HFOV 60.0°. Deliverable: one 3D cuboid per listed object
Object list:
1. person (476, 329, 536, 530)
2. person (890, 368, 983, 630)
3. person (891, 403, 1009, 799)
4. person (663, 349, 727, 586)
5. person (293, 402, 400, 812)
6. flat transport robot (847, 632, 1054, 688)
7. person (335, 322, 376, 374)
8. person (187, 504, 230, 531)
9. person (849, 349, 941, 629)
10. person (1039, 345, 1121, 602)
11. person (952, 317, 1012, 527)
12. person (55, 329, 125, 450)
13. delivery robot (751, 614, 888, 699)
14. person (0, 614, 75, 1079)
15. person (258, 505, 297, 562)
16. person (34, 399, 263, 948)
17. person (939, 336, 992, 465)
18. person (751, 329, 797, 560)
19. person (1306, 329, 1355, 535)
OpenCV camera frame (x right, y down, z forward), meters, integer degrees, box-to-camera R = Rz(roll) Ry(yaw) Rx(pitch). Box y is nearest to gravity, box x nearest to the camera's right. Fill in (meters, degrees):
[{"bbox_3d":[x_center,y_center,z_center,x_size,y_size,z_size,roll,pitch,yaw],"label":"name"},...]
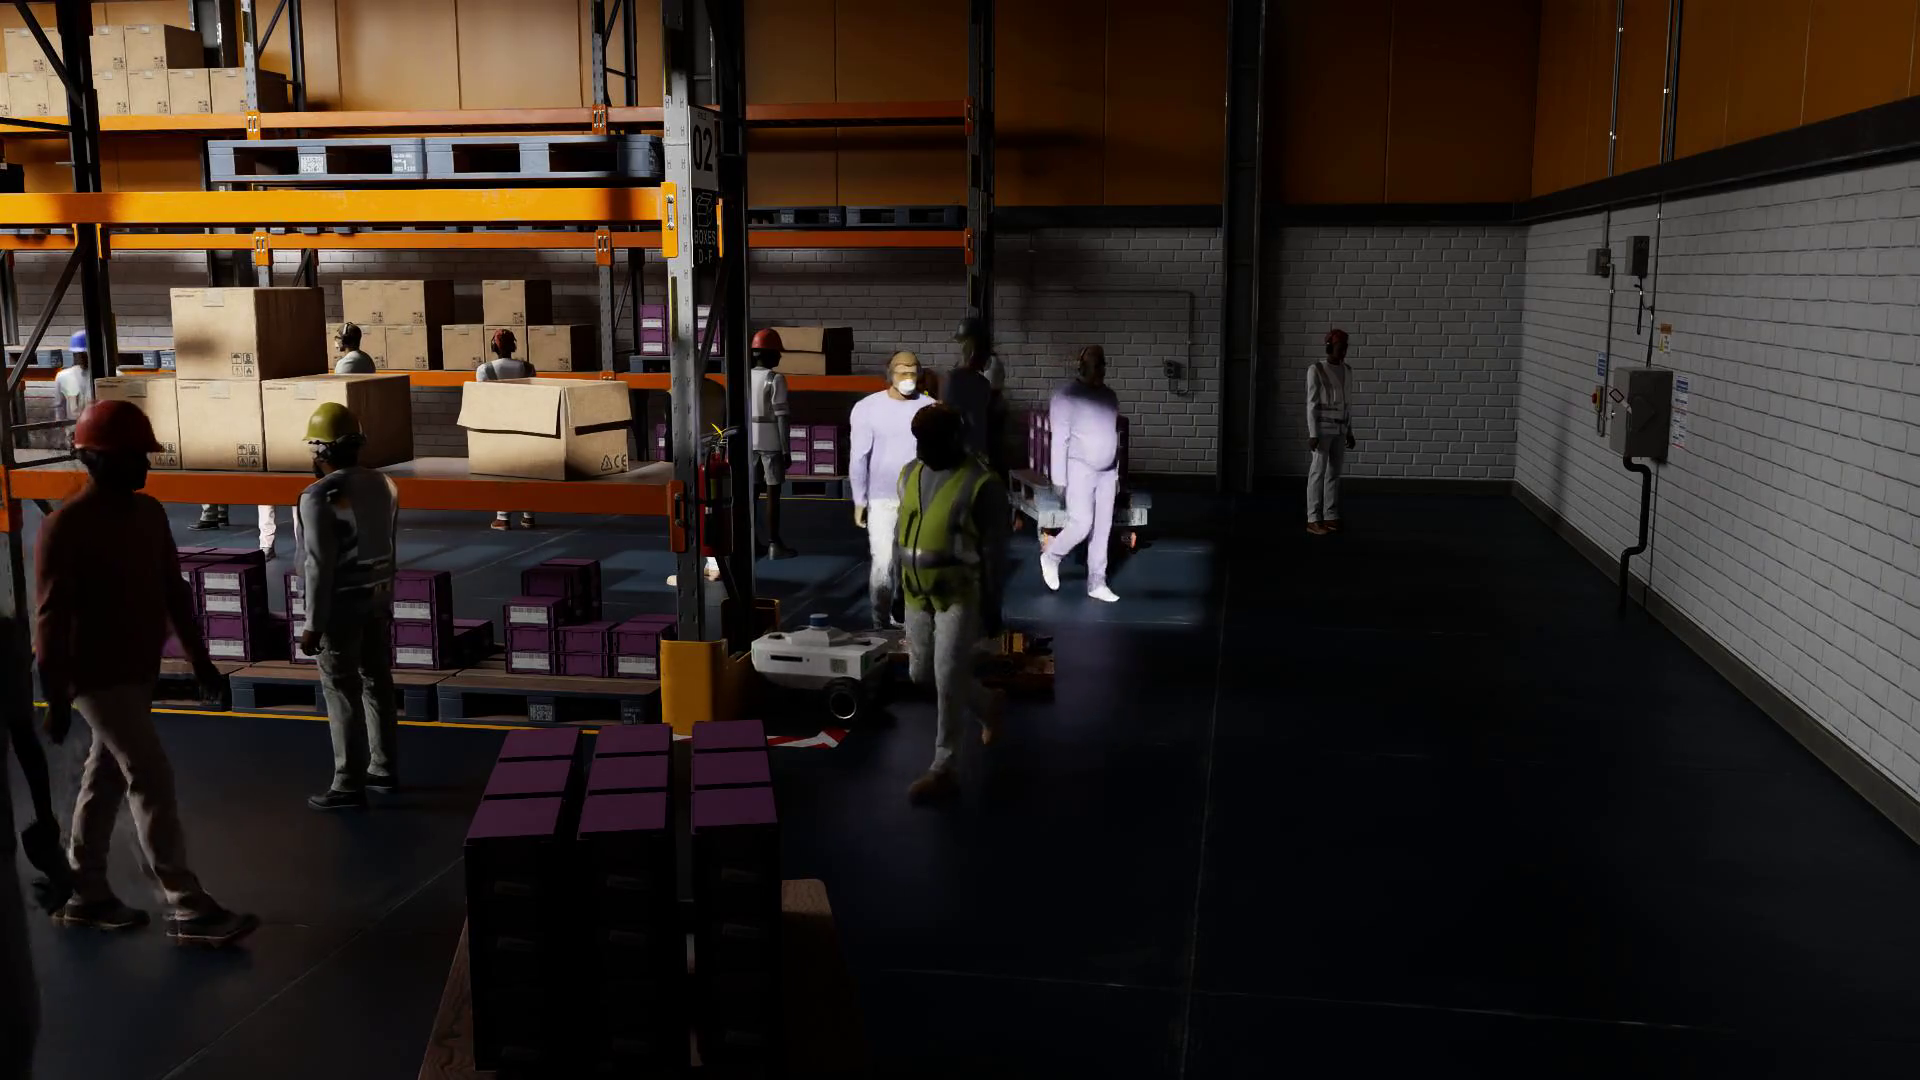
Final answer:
[{"bbox_3d":[-4.228,-1.029,15.561,0.575,1.882,0.359,-6,11,-35],"label":"person"},{"bbox_3d":[-0.141,-0.223,10.831,0.551,1.799,1.007,-6,11,-34],"label":"person"},{"bbox_3d":[-0.013,0.253,7.817,0.638,1.816,0.743,8,12,39],"label":"person"},{"bbox_3d":[-2.051,-0.563,12.796,0.429,1.844,0.626,7,11,36],"label":"person"},{"bbox_3d":[-2.762,0.299,7.475,0.404,1.830,0.602,3,10,16],"label":"person"},{"bbox_3d":[-0.162,0.694,9.855,1.431,0.197,0.652,0,9,2],"label":"flat transport robot"},{"bbox_3d":[-5.711,-1.082,15.713,0.367,1.939,0.635,0,9,0],"label":"person"},{"bbox_3d":[-7.067,-1.003,15.538,0.404,1.837,0.587,0,9,-1],"label":"person"},{"bbox_3d":[-0.384,-0.244,10.555,0.645,1.931,0.391,-2,9,-13],"label":"person"},{"bbox_3d":[0.912,-0.492,12.220,0.645,1.889,0.576,-8,12,-41],"label":"person"},{"bbox_3d":[0.079,-1.096,15.487,1.012,2.000,0.684,-7,12,-38],"label":"person"},{"bbox_3d":[-7.605,-0.895,14.635,0.621,1.919,0.682,-1,9,-6],"label":"person"},{"bbox_3d":[-0.762,0.643,9.003,0.707,0.478,0.477,3,10,17],"label":"delivery robot"},{"bbox_3d":[-2.523,0.826,4.142,0.565,1.850,0.385,-6,11,-32],"label":"person"},{"bbox_3d":[-5.672,-0.812,13.859,0.622,1.993,0.382,-2,9,-15],"label":"person"},{"bbox_3d":[-2.886,0.478,5.951,0.924,1.952,0.624,0,9,3],"label":"person"},{"bbox_3d":[-0.013,-0.707,13.503,0.682,1.903,0.648,6,11,35],"label":"person"},{"bbox_3d":[-1.622,-0.801,13.984,0.551,1.932,0.367,6,11,35],"label":"person"},{"bbox_3d":[3.426,-0.997,15.352,0.572,1.885,0.356,-7,11,-37],"label":"person"}]
